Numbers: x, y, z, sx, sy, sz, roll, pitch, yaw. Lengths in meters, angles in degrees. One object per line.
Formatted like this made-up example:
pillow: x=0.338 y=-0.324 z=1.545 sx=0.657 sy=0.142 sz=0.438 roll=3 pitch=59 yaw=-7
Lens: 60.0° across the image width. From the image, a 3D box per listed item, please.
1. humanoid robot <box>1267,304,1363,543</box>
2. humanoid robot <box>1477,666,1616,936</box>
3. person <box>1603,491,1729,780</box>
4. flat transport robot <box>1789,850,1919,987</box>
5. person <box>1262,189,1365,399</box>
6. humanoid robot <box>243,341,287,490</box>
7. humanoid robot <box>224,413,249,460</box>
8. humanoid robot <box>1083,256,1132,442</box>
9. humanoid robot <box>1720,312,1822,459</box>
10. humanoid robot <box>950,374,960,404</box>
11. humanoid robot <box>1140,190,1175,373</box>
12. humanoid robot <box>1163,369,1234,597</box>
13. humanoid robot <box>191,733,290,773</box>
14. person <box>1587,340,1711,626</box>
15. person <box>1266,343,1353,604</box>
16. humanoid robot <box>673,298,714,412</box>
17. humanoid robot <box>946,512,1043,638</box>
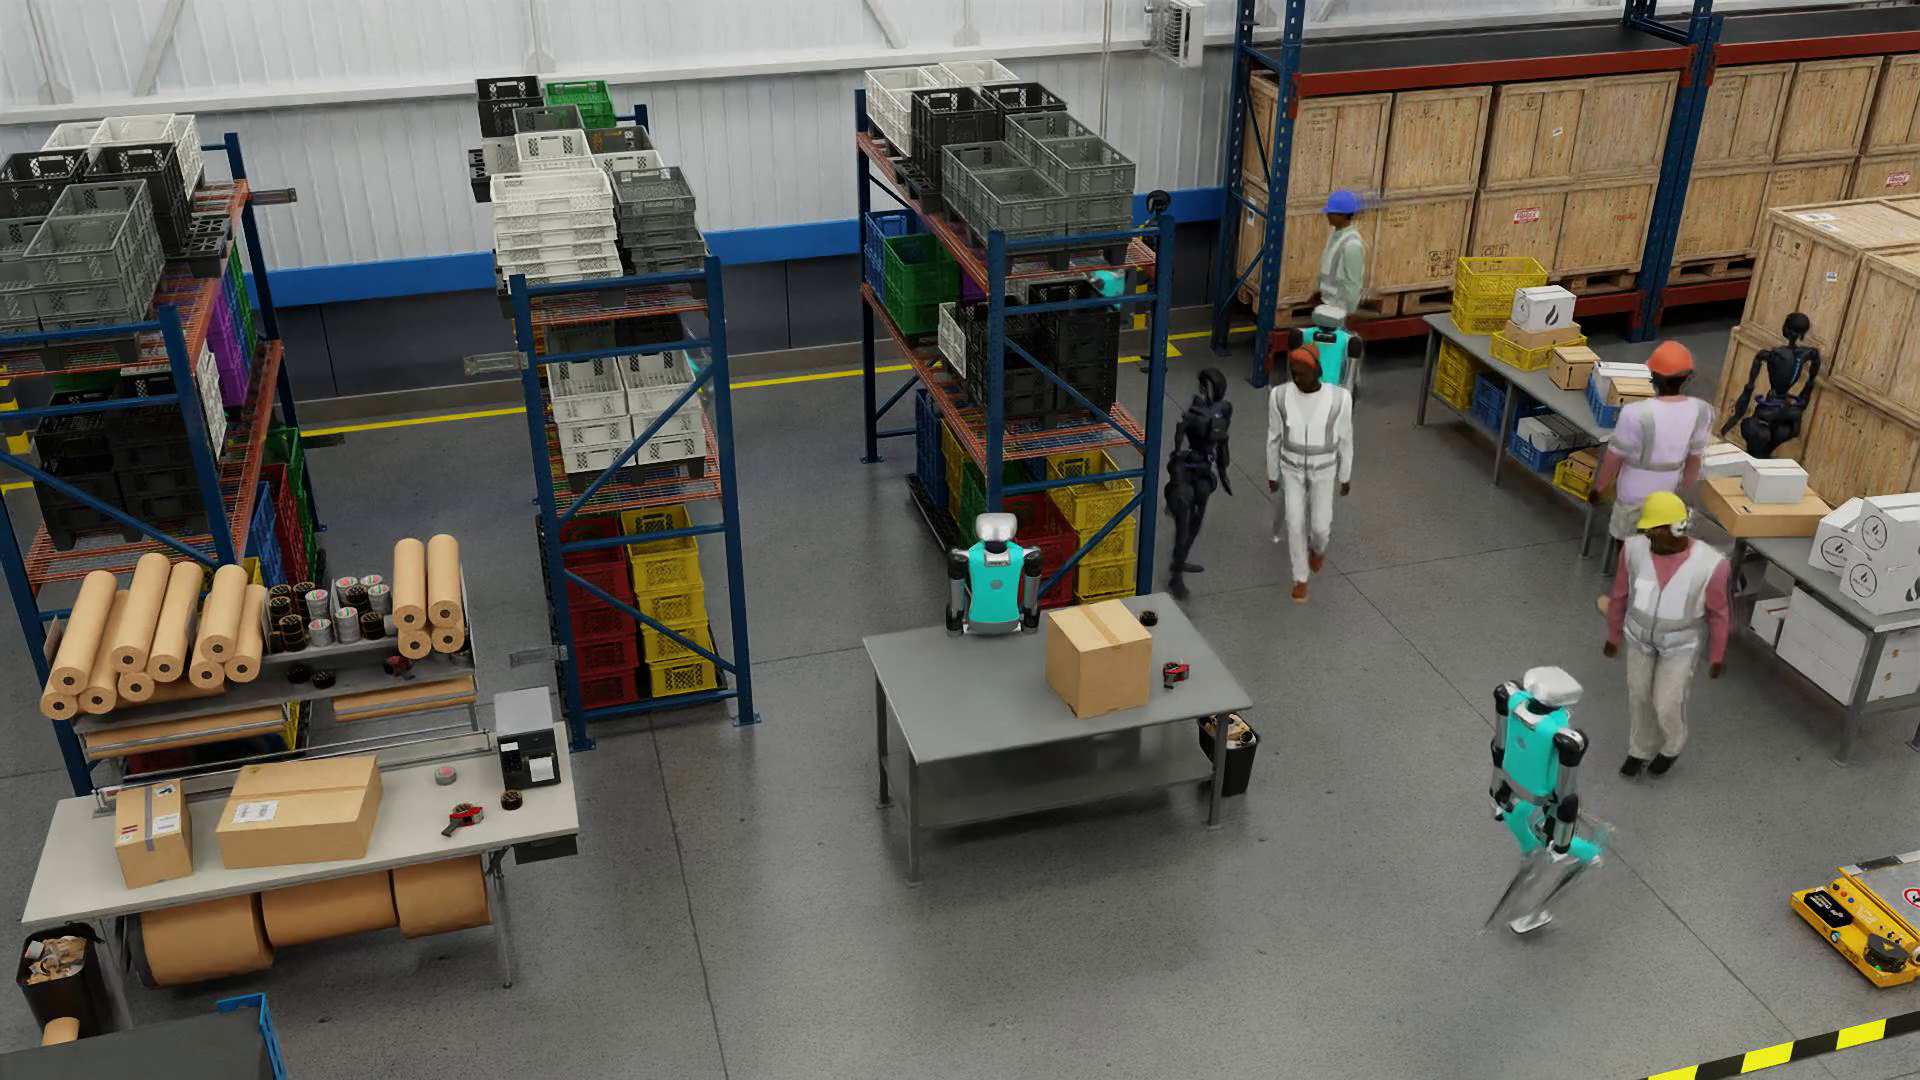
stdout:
humanoid robot: x=2.517 y=-0.749 z=12.001 sx=0.559 sy=1.779 sz=0.783 roll=10 pitch=30 yaw=17
humanoid robot: x=2.952 y=1.341 z=8.223 sx=0.798 sy=1.800 sz=0.560 roll=-13 pitch=32 yaw=-23
person: x=4.032 y=0.580 z=9.540 sx=0.696 sy=1.790 sz=0.405 roll=22 pitch=36 yaw=35
flat transport robot: x=5.163 y=1.916 z=8.676 sx=1.431 sy=0.231 sz=0.659 roll=-8 pitch=30 yaw=-14
person: x=3.107 y=-2.062 z=14.221 sx=0.943 sy=1.899 sz=0.629 roll=1 pitch=29 yaw=2
humanoid robot: x=-5.251 y=-1.008 z=12.524 sx=0.382 sy=1.647 sz=0.607 roll=-20 pitch=35 yaw=-32
humanoid robot: x=-5.636 y=-1.068 z=12.610 sx=0.695 sy=1.823 sz=0.538 roll=-16 pitch=33 yaw=-26
humanoid robot: x=0.982 y=-1.602 z=13.557 sx=1.020 sy=1.727 sz=0.537 roll=19 pitch=34 yaw=31
humanoid robot: x=6.055 y=-0.891 z=12.373 sx=0.601 sy=1.655 sz=0.731 roll=-3 pitch=29 yaw=-5
humanoid robot: x=0.072 y=-1.706 z=13.805 sx=0.556 sy=1.643 sz=0.591 roll=-3 pitch=29 yaw=-6
humanoid robot: x=1.756 y=-2.322 z=14.908 sx=0.315 sy=1.657 sz=0.599 roll=5 pitch=29 yaw=8
humanoid robot: x=1.621 y=-0.427 z=11.494 sx=0.602 sy=1.639 sz=0.479 roll=-21 pitch=35 yaw=-33
humanoid robot: x=-3.705 y=1.128 z=8.669 sx=0.698 sy=1.635 sz=0.592 roll=5 pitch=29 yaw=8
person: x=4.513 y=-0.368 z=11.017 sx=0.604 sy=2.027 sz=0.451 roll=-7 pitch=30 yaw=-13
person: x=2.376 y=-0.484 z=11.380 sx=0.611 sy=1.868 sz=0.493 roll=10 pitch=30 yaw=17
humanoid robot: x=-2.263 y=-1.519 z=13.446 sx=0.765 sy=1.820 sz=0.559 roll=12 pitch=31 yaw=20
humanoid robot: x=0.167 y=0.499 z=9.589 sx=0.533 sy=1.677 sz=0.735 roll=-2 pitch=29 yaw=-4
